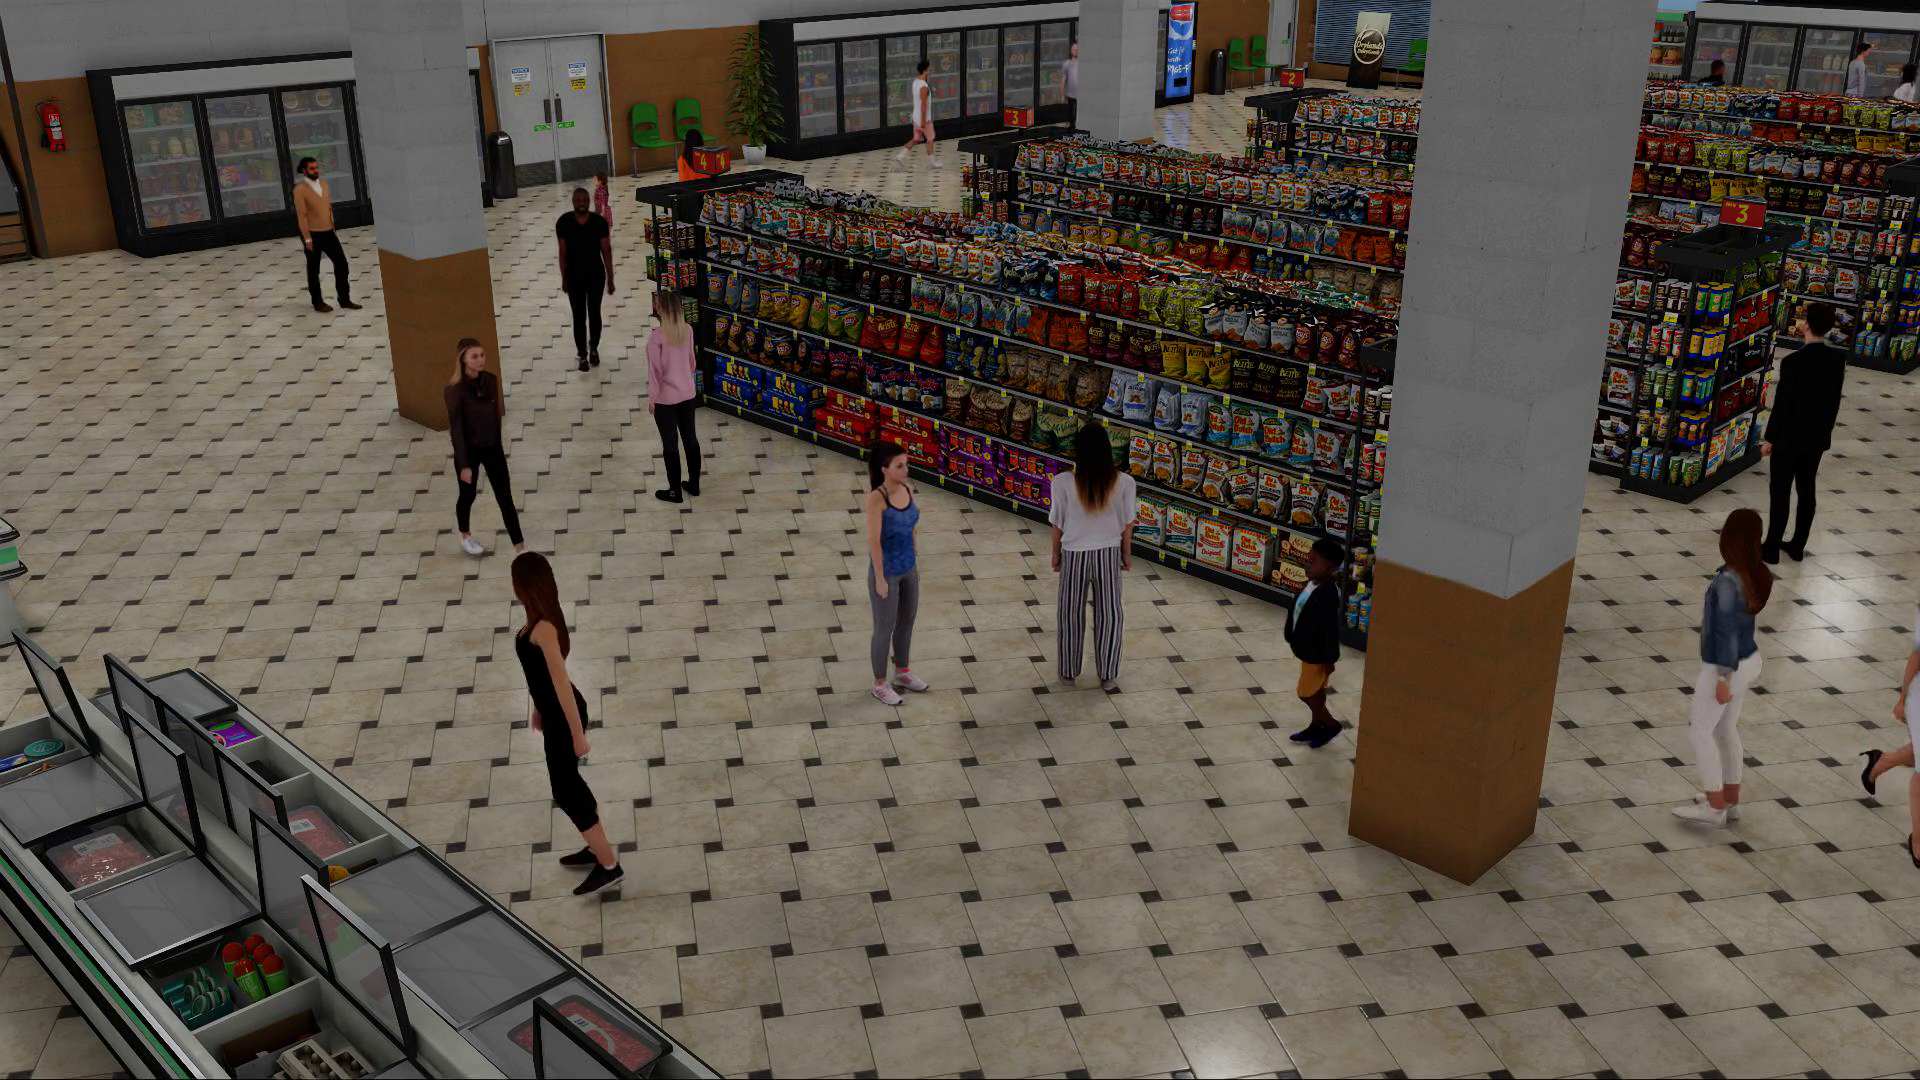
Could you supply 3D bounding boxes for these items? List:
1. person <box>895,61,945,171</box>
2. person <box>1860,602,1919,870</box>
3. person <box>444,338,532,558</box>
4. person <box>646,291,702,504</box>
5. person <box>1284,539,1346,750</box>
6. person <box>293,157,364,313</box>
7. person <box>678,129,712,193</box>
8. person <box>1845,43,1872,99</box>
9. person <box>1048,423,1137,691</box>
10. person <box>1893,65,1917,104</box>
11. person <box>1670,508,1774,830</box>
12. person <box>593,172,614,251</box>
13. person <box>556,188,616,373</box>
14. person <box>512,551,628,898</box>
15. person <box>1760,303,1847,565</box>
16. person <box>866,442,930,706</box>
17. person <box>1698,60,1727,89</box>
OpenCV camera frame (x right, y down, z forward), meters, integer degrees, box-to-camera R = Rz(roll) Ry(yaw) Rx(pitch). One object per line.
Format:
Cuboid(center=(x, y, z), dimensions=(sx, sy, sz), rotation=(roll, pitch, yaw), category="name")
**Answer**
Cuboid(center=(-0.716, -7.018, 27.618), dimensions=(0.945, 1.764, 1.097), rotation=(-10, 24, -23), category="person")
Cuboid(center=(4.852, 0.754, 8.330), dimensions=(0.982, 1.723, 1.098), rotation=(-2, 22, -5), category="person")
Cuboid(center=(-3.474, -0.607, 11.817), dimensions=(1.119, 1.649, 0.706), rotation=(17, 27, 36), category="person")
Cuboid(center=(-2.240, -1.130, 13.066), dimensions=(0.550, 1.688, 0.606), rotation=(18, 28, 38), category="person")
Cuboid(center=(2.076, 0.583, 9.372), dimensions=(0.703, 1.265, 0.643), rotation=(-1, 22, -3), category="person")
Cuboid(center=(-7.271, -3.424, 18.710), dimensions=(0.944, 1.737, 0.825), rotation=(12, 25, 27), category="person")
Cuboid(center=(-3.273, -4.240, 20.725), dimensions=(0.635, 1.749, 0.575), rotation=(-17, 27, -36), category="person")
Cuboid(center=(16.053, -7.971, 29.879), dimensions=(0.748, 1.847, 0.699), rotation=(1, 22, 2), category="person")
Cuboid(center=(0.788, 0.105, 10.004), dimensions=(0.774, 1.679, 0.845), rotation=(1, 22, 3), category="person")
Cuboid(center=(16.183, -7.261, 28.439), dimensions=(1.023, 1.603, 0.703), rotation=(17, 27, 36), category="person")
Cuboid(center=(3.998, 0.700, 8.537), dimensions=(0.609, 1.668, 0.685), rotation=(14, 26, 32), category="person")
Cuboid(center=(-4.711, -4.352, 21.979), dimensions=(0.561, 1.021, 0.488), rotation=(-3, 22, -9), category="person")
Cuboid(center=(-3.730, -2.618, 16.632), dimensions=(1.012, 1.792, 1.138), rotation=(-4, 22, -9), category="person")
Cuboid(center=(-1.868, 0.889, 8.034), dimensions=(0.900, 1.693, 0.777), rotation=(-12, 25, -28), category="person")
Cuboid(center=(5.985, -0.751, 11.851), dimensions=(0.786, 1.890, 0.787), rotation=(-5, 22, -12), category="person")
Cuboid(center=(-0.407, 0.187, 9.893), dimensions=(0.577, 1.610, 0.597), rotation=(16, 27, 34), category="person")
Cuboid(center=(11.931, -6.711, 26.725), dimensions=(1.225, 1.860, 1.322), rotation=(-5, 22, -13), category="person")
